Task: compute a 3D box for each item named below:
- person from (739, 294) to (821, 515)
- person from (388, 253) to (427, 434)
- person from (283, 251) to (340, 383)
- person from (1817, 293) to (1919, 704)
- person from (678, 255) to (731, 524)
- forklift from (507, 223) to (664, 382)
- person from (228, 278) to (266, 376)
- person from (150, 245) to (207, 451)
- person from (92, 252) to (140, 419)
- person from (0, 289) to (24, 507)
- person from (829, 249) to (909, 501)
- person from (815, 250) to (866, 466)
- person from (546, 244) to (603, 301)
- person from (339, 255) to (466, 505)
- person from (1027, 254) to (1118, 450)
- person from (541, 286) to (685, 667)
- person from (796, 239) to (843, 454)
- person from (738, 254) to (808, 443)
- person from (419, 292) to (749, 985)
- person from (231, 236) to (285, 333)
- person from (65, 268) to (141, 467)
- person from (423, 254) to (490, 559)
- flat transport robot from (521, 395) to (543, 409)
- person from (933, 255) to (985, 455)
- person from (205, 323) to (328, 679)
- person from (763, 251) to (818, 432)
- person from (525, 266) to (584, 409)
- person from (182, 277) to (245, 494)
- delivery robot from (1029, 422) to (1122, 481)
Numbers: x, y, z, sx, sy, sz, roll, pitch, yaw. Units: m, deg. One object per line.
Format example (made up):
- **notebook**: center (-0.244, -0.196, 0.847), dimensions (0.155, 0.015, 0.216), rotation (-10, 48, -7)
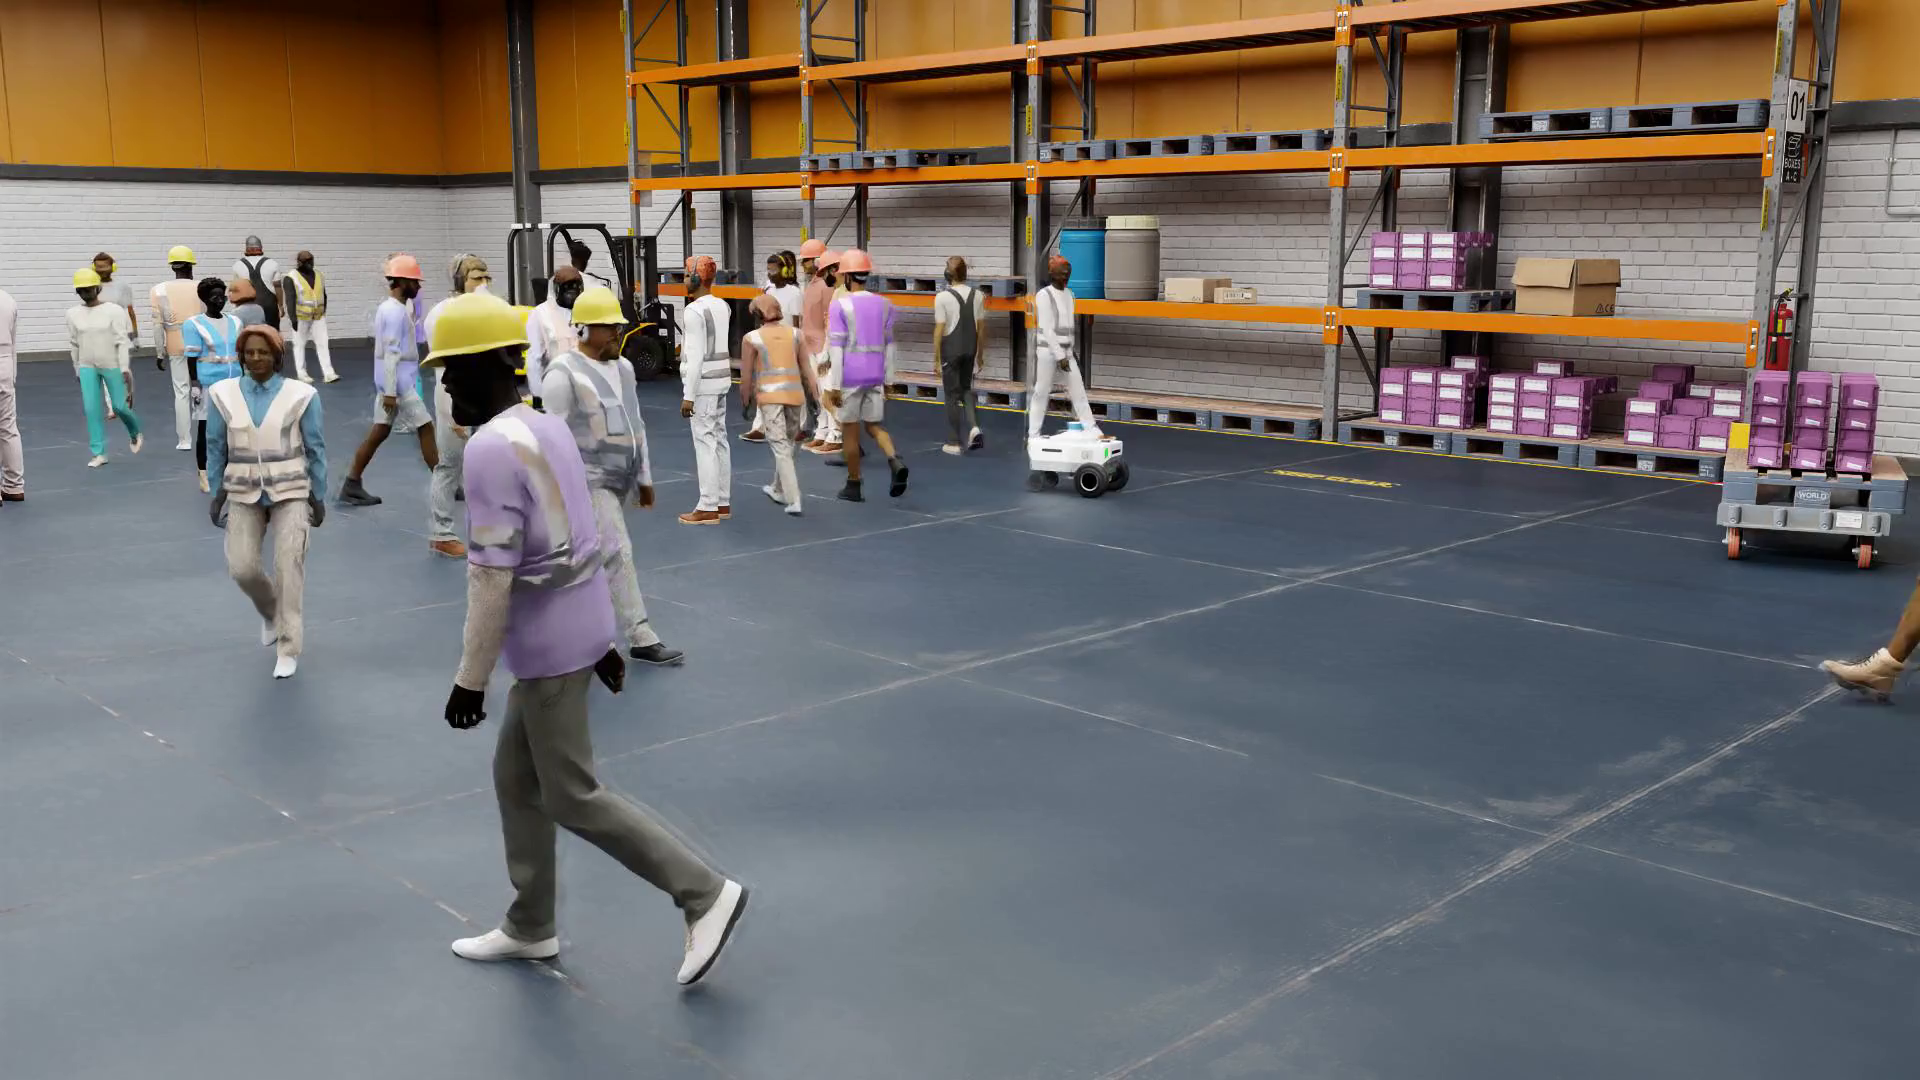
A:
- **person**: center (-1.350, -1.001, 12.195), dimensions (0.572, 1.589, 0.827), rotation (-7, 12, -32)
- **person**: center (-5.638, -2.004, 17.002), dimensions (0.388, 1.847, 0.567), rotation (-3, 11, -16)
- **person**: center (-8.848, -3.026, 22.706), dimensions (0.861, 1.802, 0.648), rotation (8, 13, 38)
- **person**: center (4.232, -0.215, 6.869), dimensions (1.075, 1.975, 0.649), rotation (5, 12, 27)
- **person**: center (-1.798, -1.049, 11.698), dimensions (0.356, 1.883, 0.574), rotation (3, 11, 14)
- **forklift**: center (-5.316, -3.263, 22.920), dimensions (2.313, 2.155, 1.214), rotation (-10, 14, -44)
- **person**: center (-6.972, -1.784, 16.461), dimensions (0.657, 1.613, 0.501), rotation (3, 11, 17)
- **person**: center (-7.265, -1.796, 15.658), dimensions (0.589, 1.924, 0.383), rotation (-5, 12, -26)
- **person**: center (-9.468, -2.296, 18.623), dimensions (0.520, 1.845, 0.832), rotation (-3, 11, -18)
- **person**: center (-7.313, -1.195, 12.430), dimensions (0.407, 1.908, 0.641), rotation (1, 10, 5)
- **person**: center (-0.703, -1.219, 12.519), dimensions (0.548, 1.925, 0.629), rotation (-8, 13, -36)
- **person**: center (-1.072, -1.585, 14.604), dimensions (0.451, 1.894, 0.592), rotation (-1, 10, -3)
- **person**: center (-4.272, -2.300, 18.407), dimensions (0.698, 1.920, 0.758), rotation (-1, 10, -4)
- **person**: center (-4.231, -1.188, 12.495), dimensions (1.011, 1.879, 0.544), rotation (-5, 12, -26)
- **person**: center (0.975, -1.696, 15.342), dimensions (0.963, 1.835, 0.572), rotation (8, 13, 38)
- **person**: center (-1.740, -0.314, 7.954), dimensions (0.915, 1.792, 0.607), rotation (4, 11, 23)
- **person**: center (-1.315, -1.797, 15.510), dimensions (0.405, 1.987, 0.622), rotation (-5, 11, -25)
- **person**: center (-1.783, -1.832, 16.133), dimensions (0.510, 1.831, 0.908), rotation (7, 13, 34)
- **person**: center (-1.019, 0.274, 4.503), dimensions (0.817, 1.882, 0.599), rotation (0, 10, -2)
- **person**: center (-10.436, -3.529, 24.787), dimensions (0.709, 2.000, 0.782), rotation (-3, 11, -14)
- **person**: center (-7.592, -1.543, 14.756), dimensions (0.524, 1.742, 0.661), rotation (-1, 10, -7)
- **person**: center (-2.941, -0.793, 10.245), dimensions (0.973, 1.893, 0.630), rotation (6, 12, 29)
- **flat transport robot**: center (-4.431, -1.477, 18.427), dimensions (1.431, 0.197, 0.652), rotation (3, 11, 17)
- **person**: center (-0.019, -1.692, 15.324), dimensions (0.534, 1.836, 0.416), rotation (-6, 12, -30)
- **person**: center (-3.204, -0.197, 7.739), dimensions (0.526, 1.624, 0.533), rotation (-2, 11, -9)
- **person**: center (-1.707, -1.985, 16.874), dimensions (0.979, 1.857, 0.598), rotation (7, 12, 33)
- **person**: center (-2.845, -1.102, 12.225), dimensions (0.658, 1.788, 0.959), rotation (-5, 11, -25)
- **person**: center (-5.851, -1.218, 13.126), dimensions (0.320, 1.695, 0.537), rotation (6, 12, 29)
- **delivery robot**: center (0.904, -0.687, 13.088), dimensions (0.707, 0.478, 0.477), rotation (6, 12, 28)
